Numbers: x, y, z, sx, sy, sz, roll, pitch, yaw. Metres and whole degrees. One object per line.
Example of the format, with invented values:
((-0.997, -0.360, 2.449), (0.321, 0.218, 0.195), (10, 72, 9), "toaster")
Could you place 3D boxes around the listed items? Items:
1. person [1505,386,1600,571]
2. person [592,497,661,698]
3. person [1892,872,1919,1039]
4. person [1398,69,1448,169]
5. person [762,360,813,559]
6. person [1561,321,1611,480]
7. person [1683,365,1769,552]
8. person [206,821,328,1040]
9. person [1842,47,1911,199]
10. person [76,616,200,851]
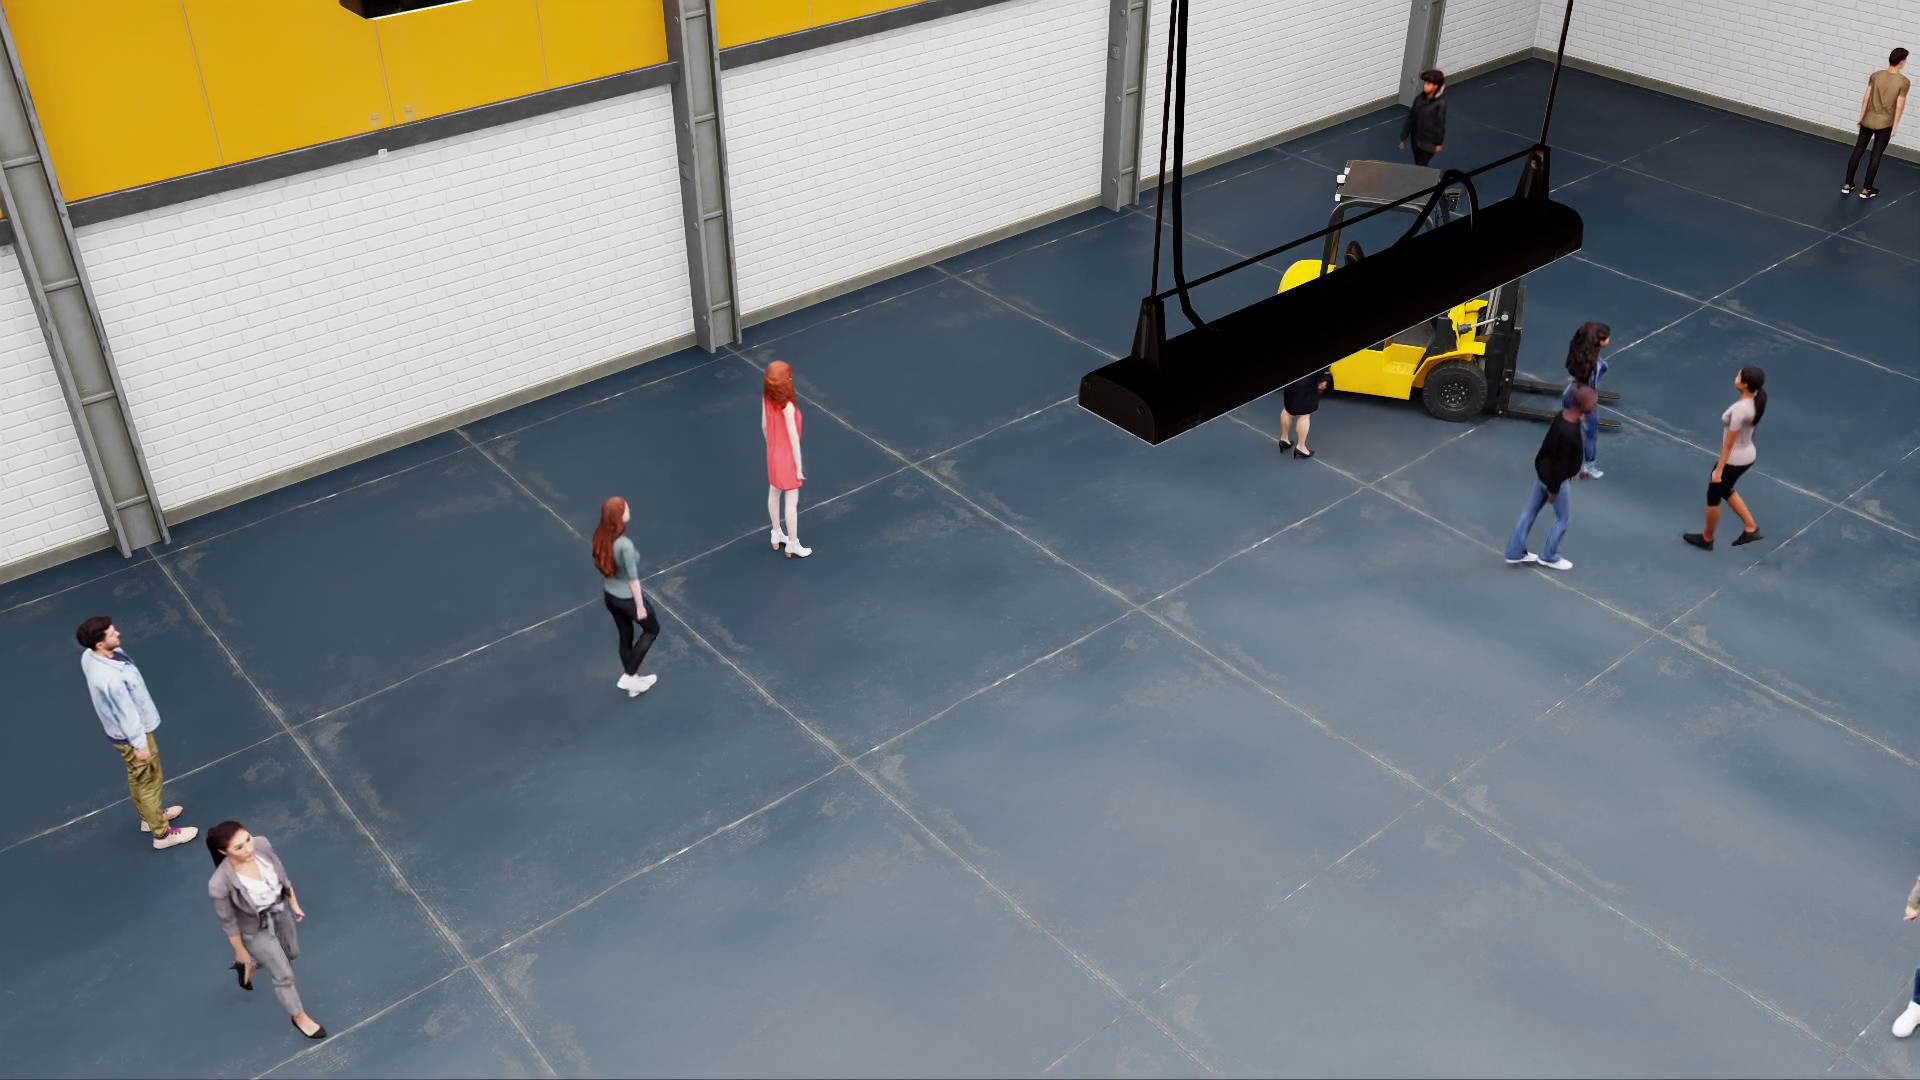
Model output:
((4.853, -0.506, 13.842), (0.920, 1.721, 0.858), (-1, 34, -1), "person")
((-2.546, 0.477, 12.347), (0.627, 1.738, 0.635), (28, 43, 35), "person")
((5.894, 2.173, 9.693), (0.622, 1.853, 0.708), (-25, 41, -32), "person")
((5.767, -4.929, 20.487), (1.067, 1.730, 0.679), (-22, 40, -30), "person")
((-1.492, -0.681, 14.009), (0.506, 1.827, 0.585), (-23, 40, -31), "person")
((5.532, -1.228, 15.041), (0.933, 1.596, 0.825), (-6, 34, -9), "person")
((6.612, -0.630, 14.021), (0.768, 1.728, 0.814), (25, 41, 32), "person")
((-4.138, 2.246, 9.758), (0.966, 1.658, 0.985), (11, 35, 16), "person")
((11.501, -5.237, 20.843), (0.555, 1.850, 0.649), (-23, 40, -31), "person")
((-5.538, 1.270, 11.088), (0.544, 1.811, 0.667), (-23, 40, -31), "person")
